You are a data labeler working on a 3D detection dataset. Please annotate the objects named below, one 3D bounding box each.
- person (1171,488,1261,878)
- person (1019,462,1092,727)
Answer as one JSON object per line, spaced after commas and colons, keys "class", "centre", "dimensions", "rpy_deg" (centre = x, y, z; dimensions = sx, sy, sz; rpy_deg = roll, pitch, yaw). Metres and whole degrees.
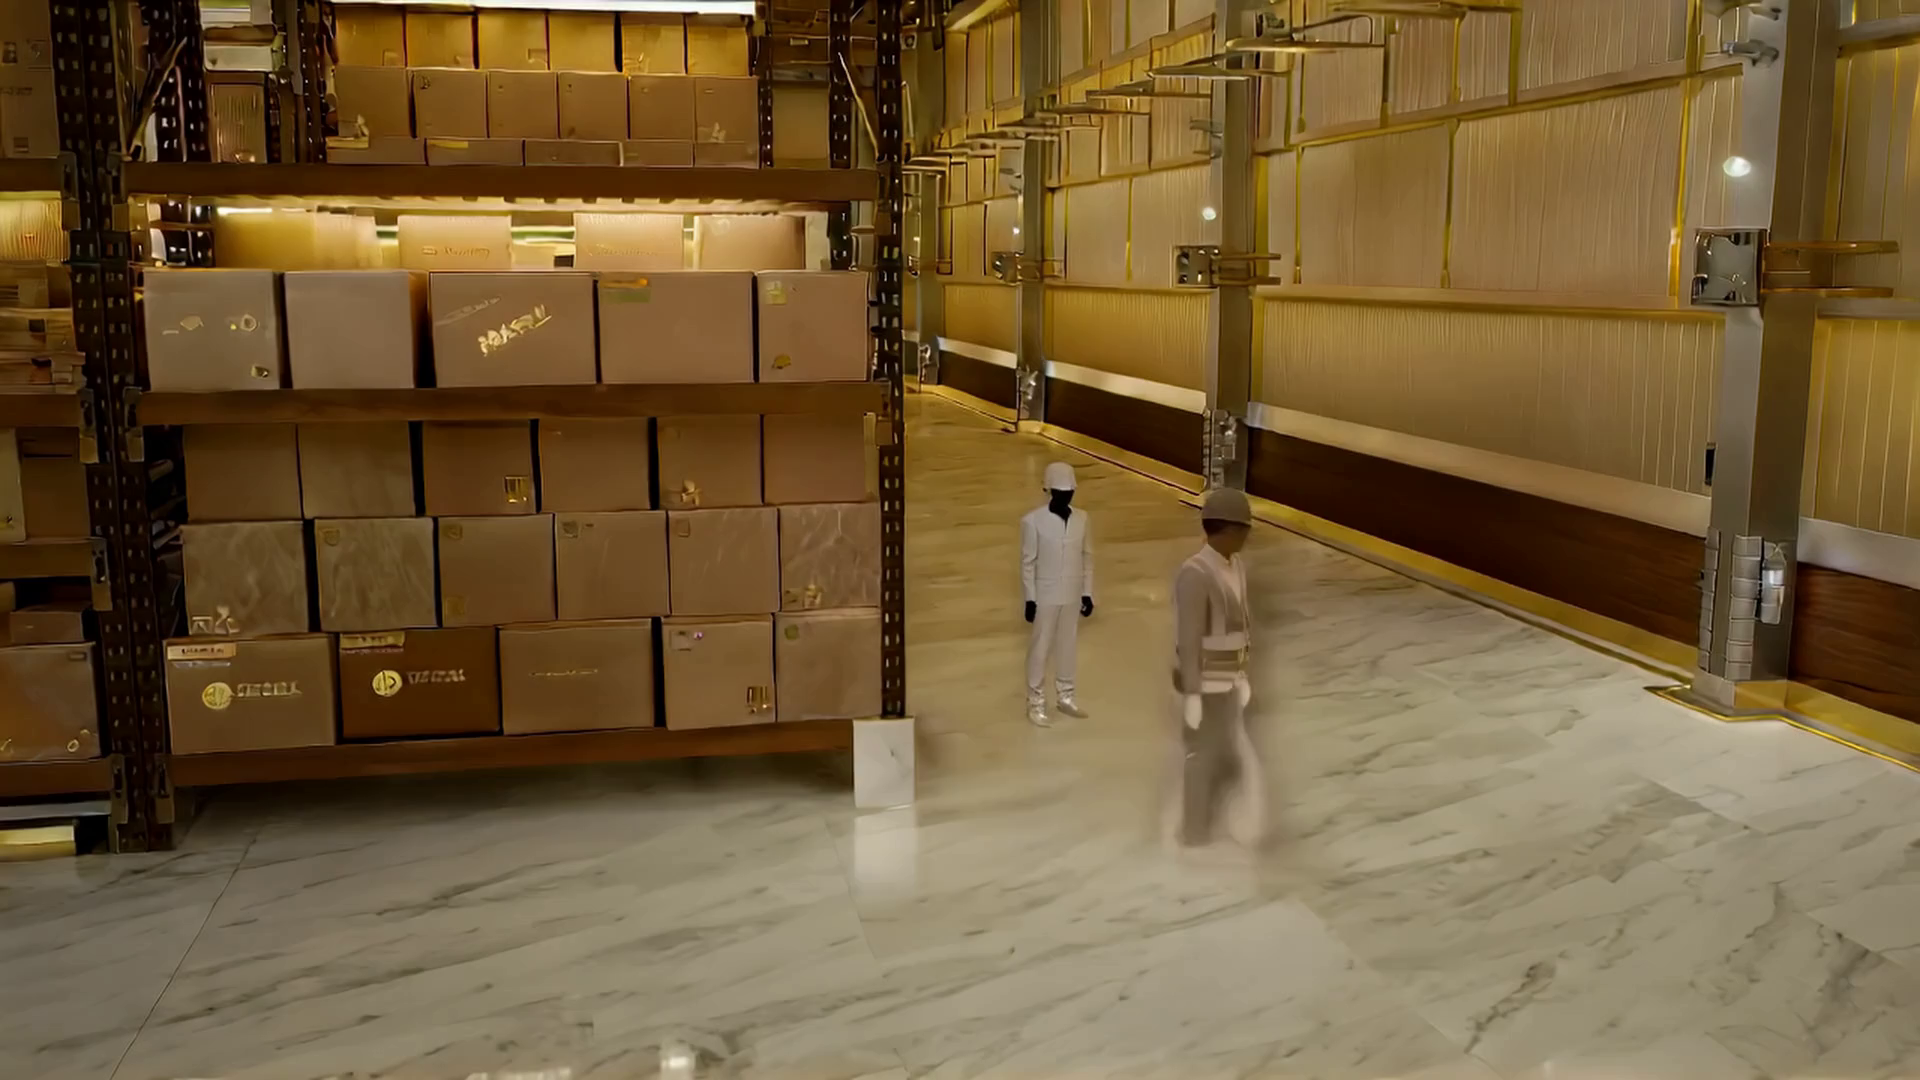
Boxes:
{"class": "person", "centre": [1.270, 0.710, 8.371], "dimensions": [0.408, 1.924, 0.667], "rpy_deg": [6, 11, 33]}
{"class": "person", "centre": [0.655, 0.352, 11.081], "dimensions": [0.564, 1.751, 0.330], "rpy_deg": [-6, 11, -34]}
